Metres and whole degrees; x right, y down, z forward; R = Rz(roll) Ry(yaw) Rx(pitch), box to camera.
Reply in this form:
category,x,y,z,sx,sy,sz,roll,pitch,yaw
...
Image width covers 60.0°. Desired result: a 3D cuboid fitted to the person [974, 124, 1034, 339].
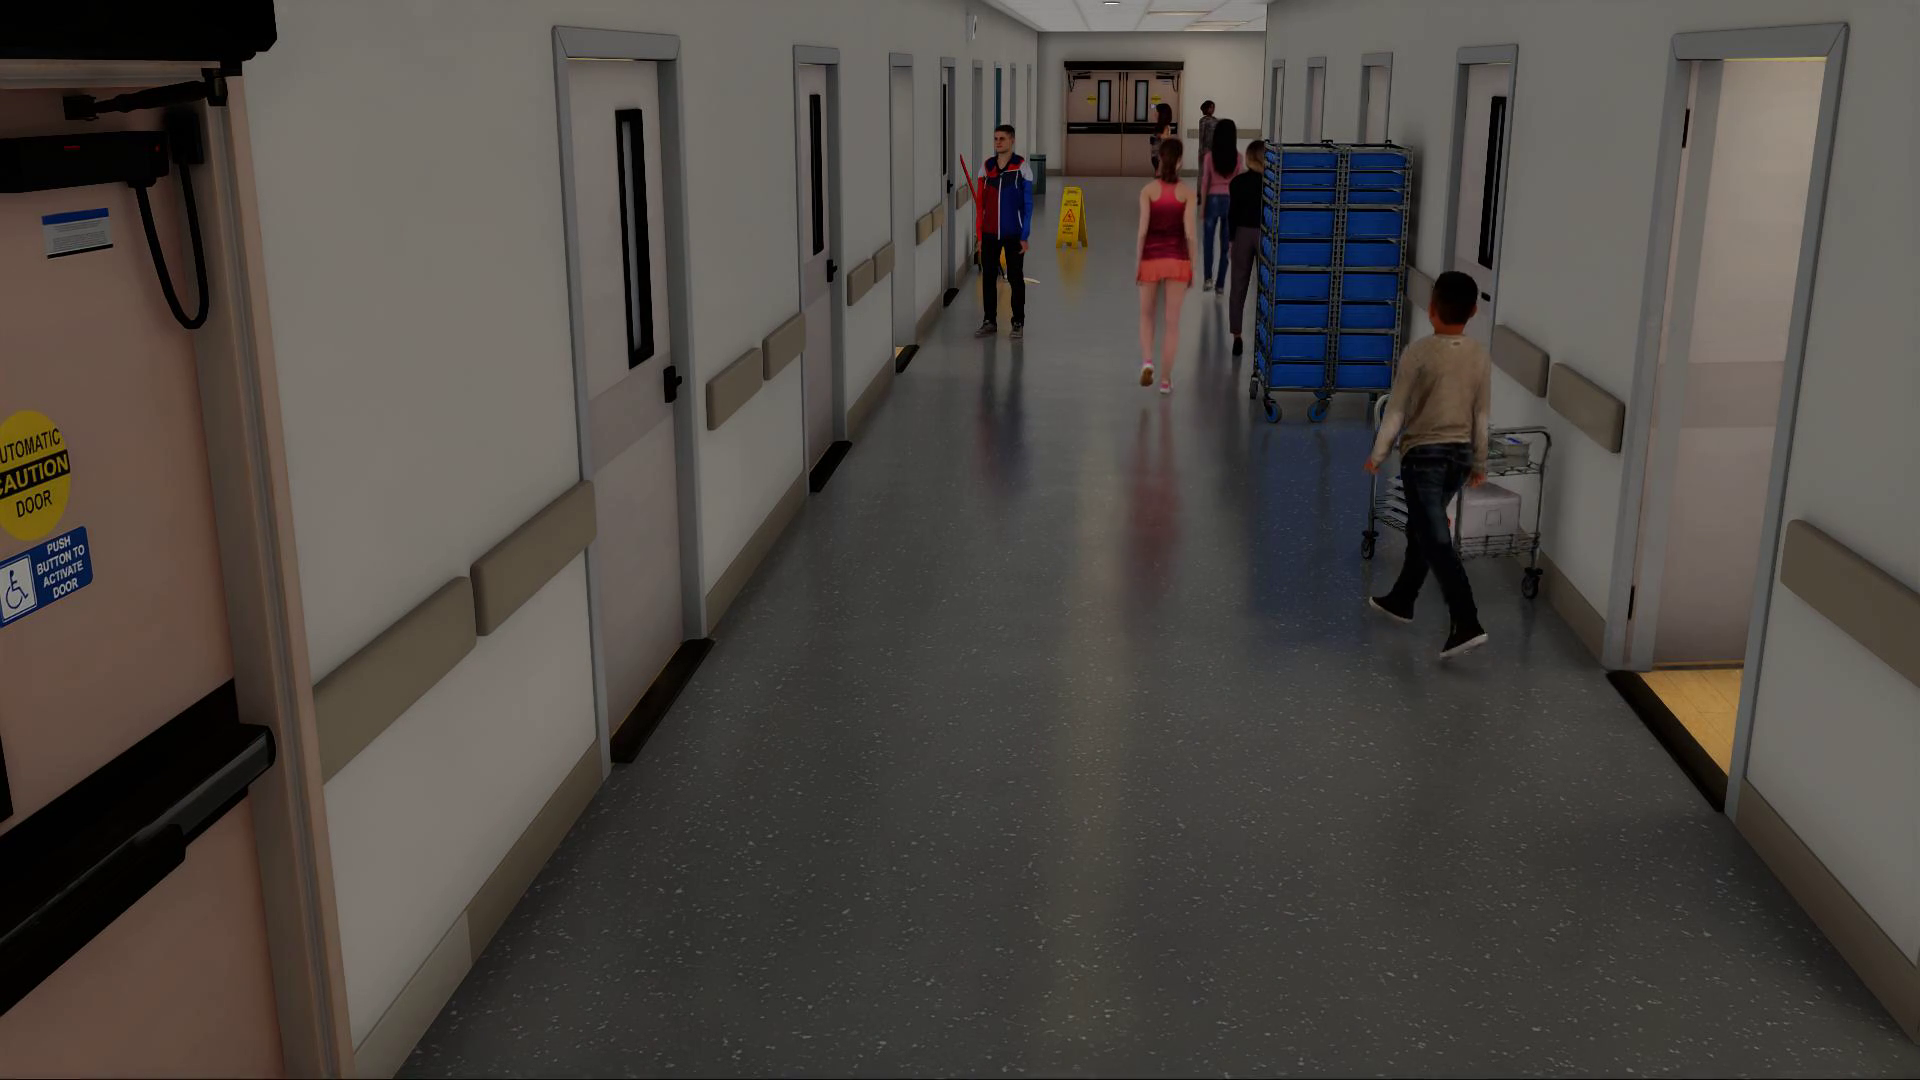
category,x,y,z,sx,sy,sz,roll,pitch,yaw
person,0.374,-2.592,13.989,0.695,1.757,0.633,6,17,21

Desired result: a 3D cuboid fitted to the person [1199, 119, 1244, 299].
category,x,y,z,sx,sy,sz,roll,pitch,yaw
person,2.580,-3.275,16.457,0.609,1.732,0.644,3,16,10

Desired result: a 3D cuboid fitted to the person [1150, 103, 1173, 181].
category,x,y,z,sx,sy,sz,roll,pitch,yaw
person,2.768,-5.072,22.761,0.659,1.770,0.453,2,16,6

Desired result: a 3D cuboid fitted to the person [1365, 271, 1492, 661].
category,x,y,z,sx,sy,sz,roll,pitch,yaw
person,1.847,-0.262,6.309,0.864,1.440,1.089,-7,17,-23

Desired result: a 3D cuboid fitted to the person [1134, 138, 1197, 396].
category,x,y,z,sx,sy,sz,roll,pitch,yaw
person,1.393,-1.861,11.427,0.604,1.742,0.699,3,16,11

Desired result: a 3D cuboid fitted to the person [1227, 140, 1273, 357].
category,x,y,z,sx,sy,sz,roll,pitch,yaw
person,2.304,-2.277,13.035,0.656,1.669,0.624,6,17,19

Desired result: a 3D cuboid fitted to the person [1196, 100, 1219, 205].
category,x,y,z,sx,sy,sz,roll,pitch,yaw
person,4.186,-6.547,28.097,0.682,1.714,0.732,-11,19,-34
